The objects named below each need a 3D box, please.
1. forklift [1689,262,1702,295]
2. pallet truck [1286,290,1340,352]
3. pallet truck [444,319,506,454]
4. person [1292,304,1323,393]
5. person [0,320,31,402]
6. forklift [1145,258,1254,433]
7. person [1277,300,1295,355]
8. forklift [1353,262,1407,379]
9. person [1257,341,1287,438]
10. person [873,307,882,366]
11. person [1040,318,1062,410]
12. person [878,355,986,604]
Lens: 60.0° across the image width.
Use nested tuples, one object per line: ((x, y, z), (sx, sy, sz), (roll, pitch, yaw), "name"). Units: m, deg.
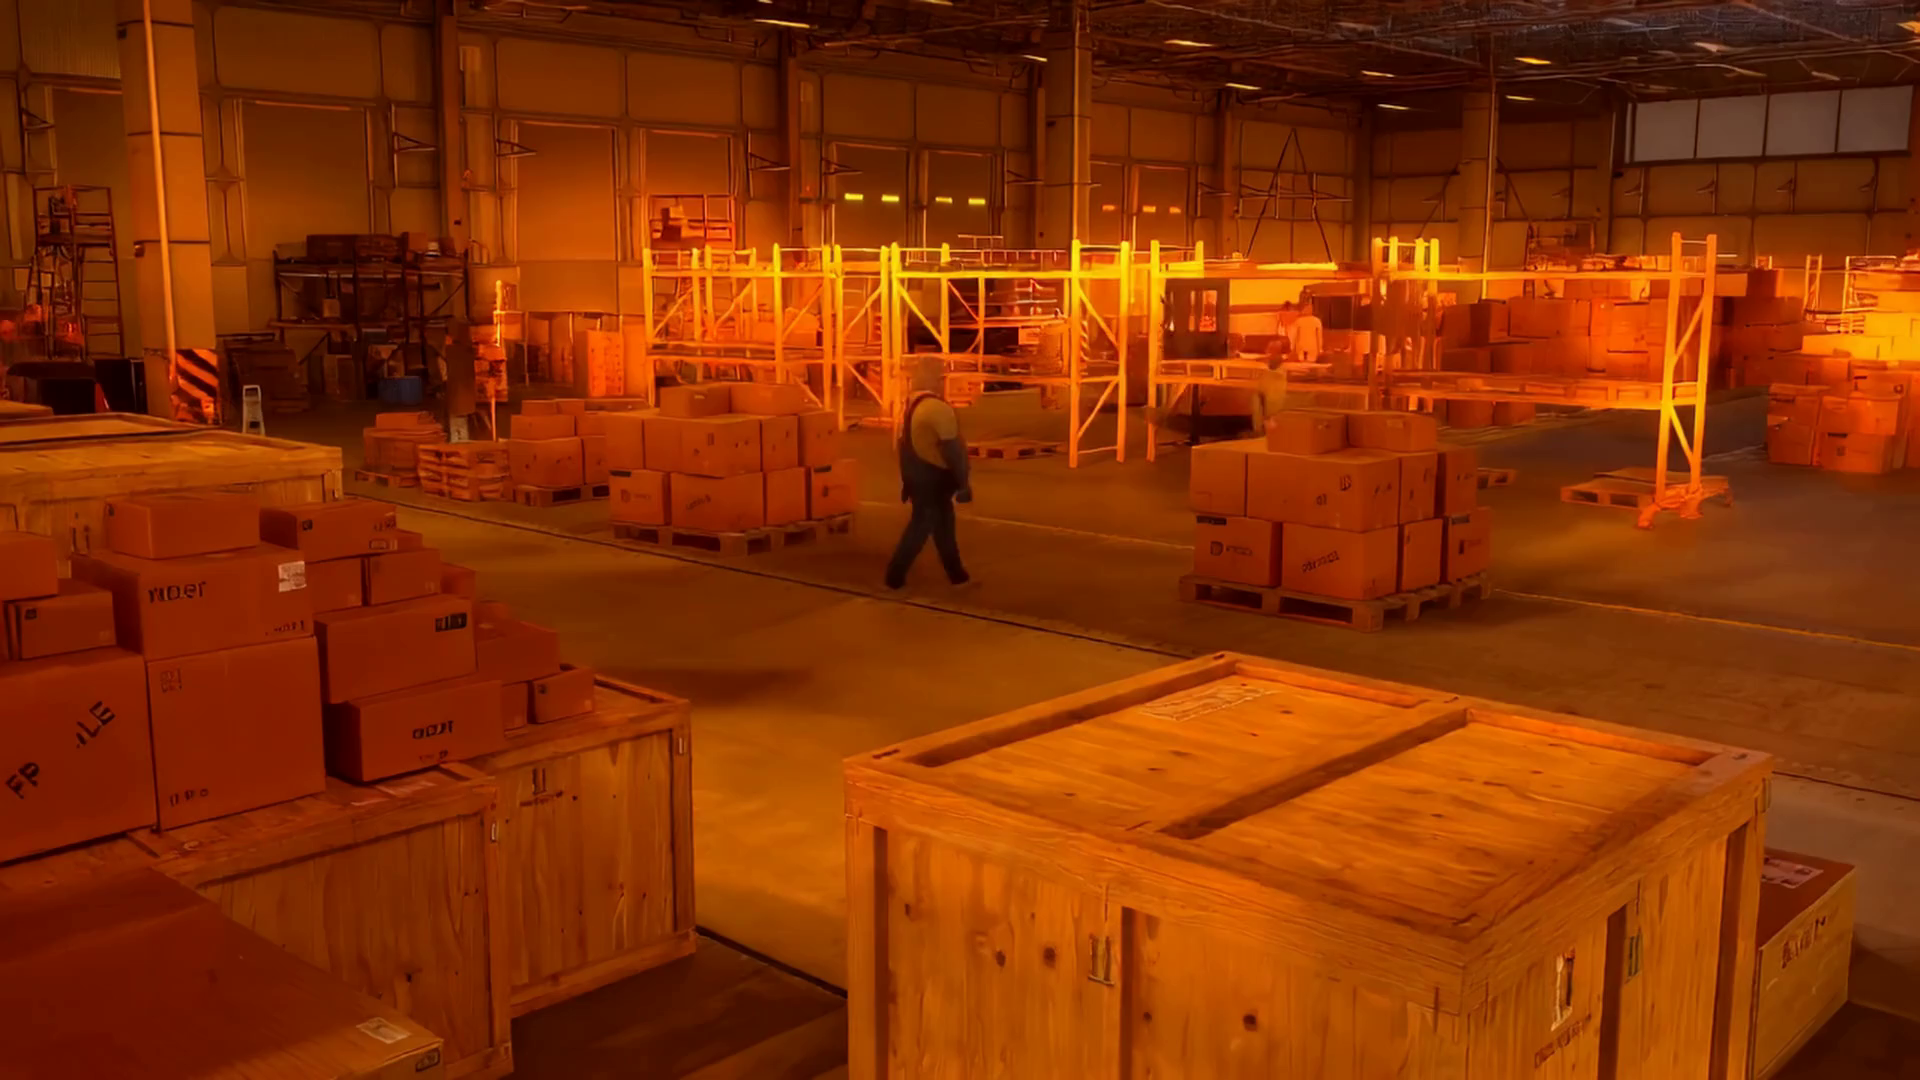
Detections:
((19.826, -6.107, 44.990), (1.873, 2.768, 1.129), (4, 10, 24), "forklift")
((11.297, -6.951, 52.861), (1.885, 1.965, 0.823), (-5, 11, -29), "pallet truck")
((-6.981, -1.942, 22.150), (1.885, 1.965, 0.823), (1, 9, 9), "pallet truck")
((7.401, -4.067, 35.465), (0.645, 1.905, 0.570), (4, 10, 21), "person")
((-14.909, -2.531, 26.232), (0.609, 1.861, 1.077), (3, 10, 16), "person")
((3.969, -3.227, 27.333), (1.129, 2.768, 1.873), (-3, 10, -19), "forklift")
((10.058, -6.540, 51.258), (0.540, 1.697, 0.317), (5, 10, 26), "person")
((10.471, -5.274, 39.878), (1.873, 2.768, 1.129), (3, 10, 17), "forklift")
((3.665, -1.362, 19.117), (0.930, 1.825, 0.547), (9, 13, 43), "person")
((-2.170, -5.388, 44.409), (0.314, 1.632, 0.521), (-1, 9, -7), "person")
((1.737, -3.332, 31.481), (0.488, 1.736, 0.323), (-5, 11, -30), "person")
((-0.263, -0.526, 13.335), (0.998, 2.000, 0.693), (-4, 10, -21), "person")
